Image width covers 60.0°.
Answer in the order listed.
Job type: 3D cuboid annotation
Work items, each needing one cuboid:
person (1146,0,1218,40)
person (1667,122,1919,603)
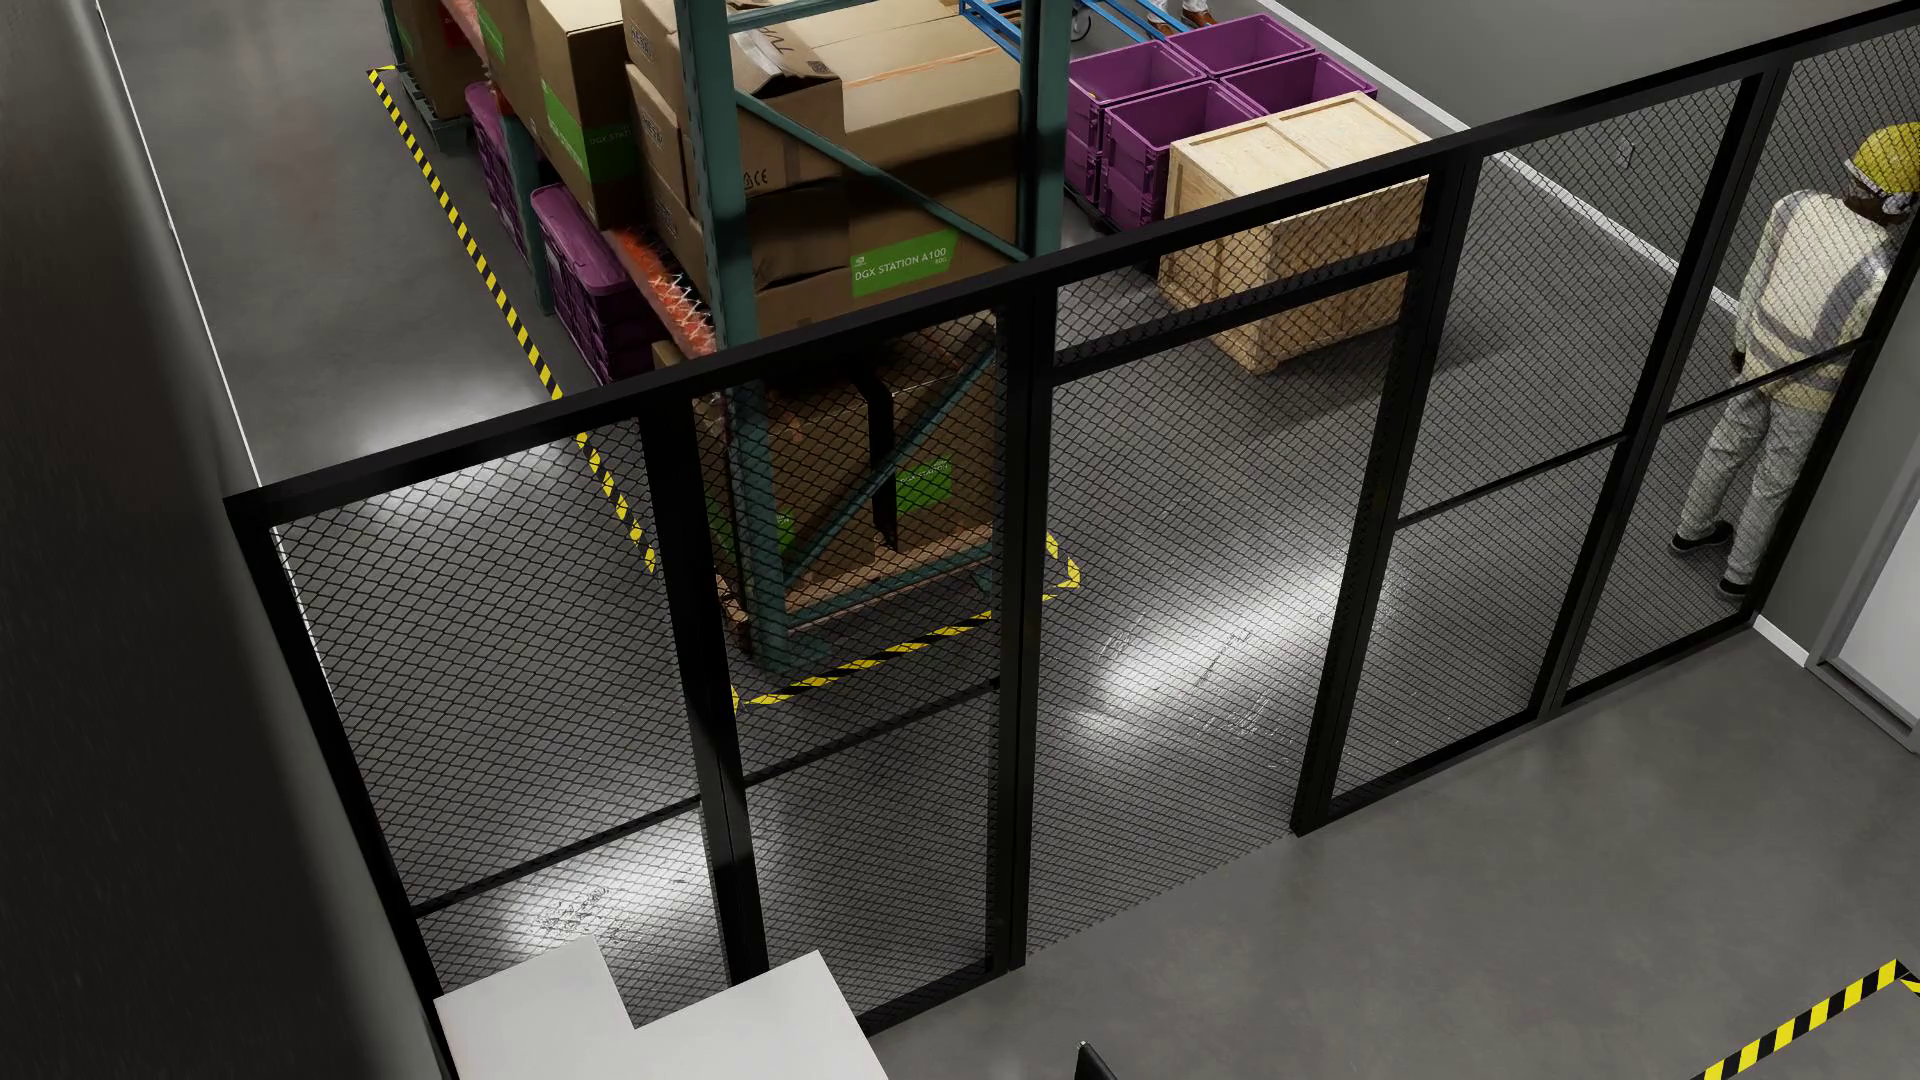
[{"bbox_3d":[1.289,-3.631,8.918,0.629,1.940,0.378,-20,46,-20],"label":"person"},{"bbox_3d":[2.871,-0.579,5.656,0.403,1.831,0.595,-13,44,-14],"label":"person"}]
